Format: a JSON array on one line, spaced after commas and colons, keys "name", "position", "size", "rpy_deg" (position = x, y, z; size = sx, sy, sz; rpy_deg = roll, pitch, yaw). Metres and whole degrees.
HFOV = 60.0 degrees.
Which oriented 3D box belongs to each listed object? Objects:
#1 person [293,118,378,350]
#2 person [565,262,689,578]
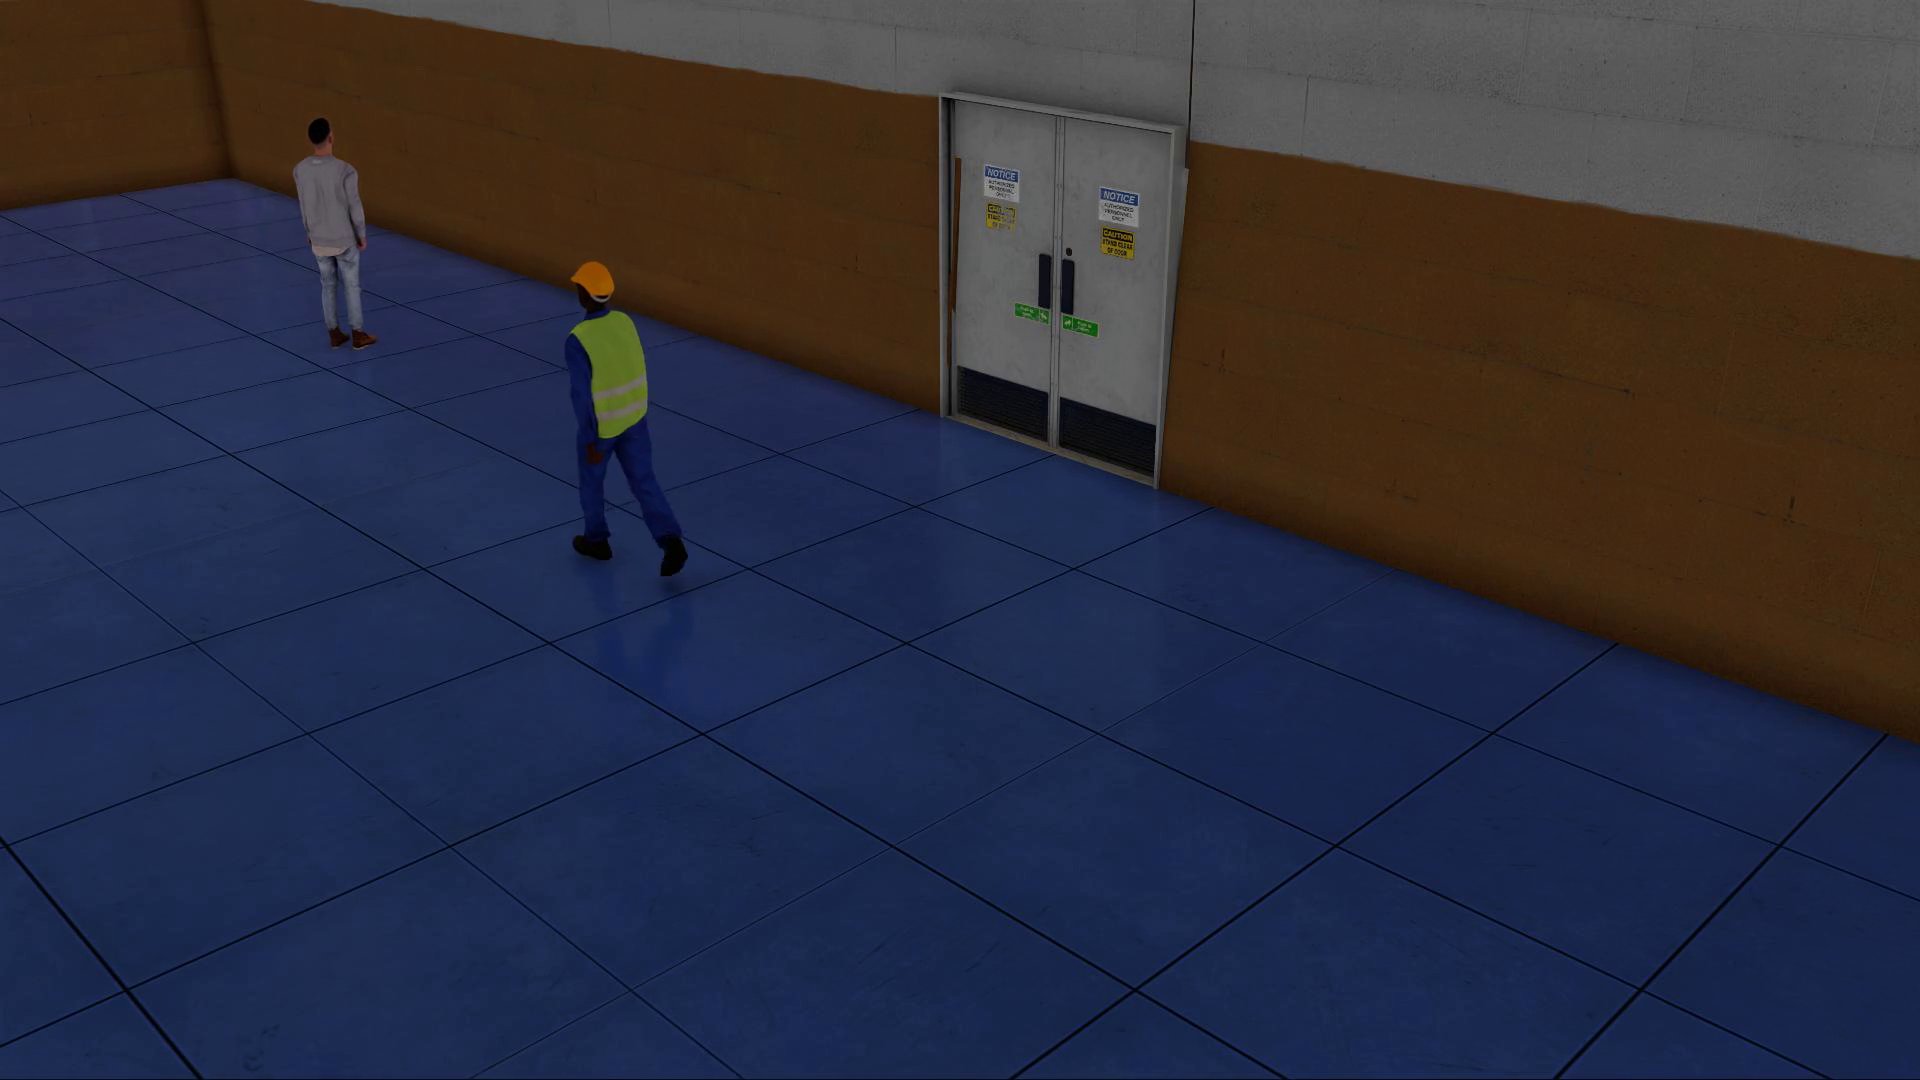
[{"name": "person", "position": [-5.018, -2.444, 13.321], "size": [0.753, 1.838, 0.796], "rpy_deg": [2, 24, 4]}, {"name": "person", "position": [-1.873, -0.631, 9.242], "size": [1.086, 1.785, 0.722], "rpy_deg": [-21, 31, -40]}]
